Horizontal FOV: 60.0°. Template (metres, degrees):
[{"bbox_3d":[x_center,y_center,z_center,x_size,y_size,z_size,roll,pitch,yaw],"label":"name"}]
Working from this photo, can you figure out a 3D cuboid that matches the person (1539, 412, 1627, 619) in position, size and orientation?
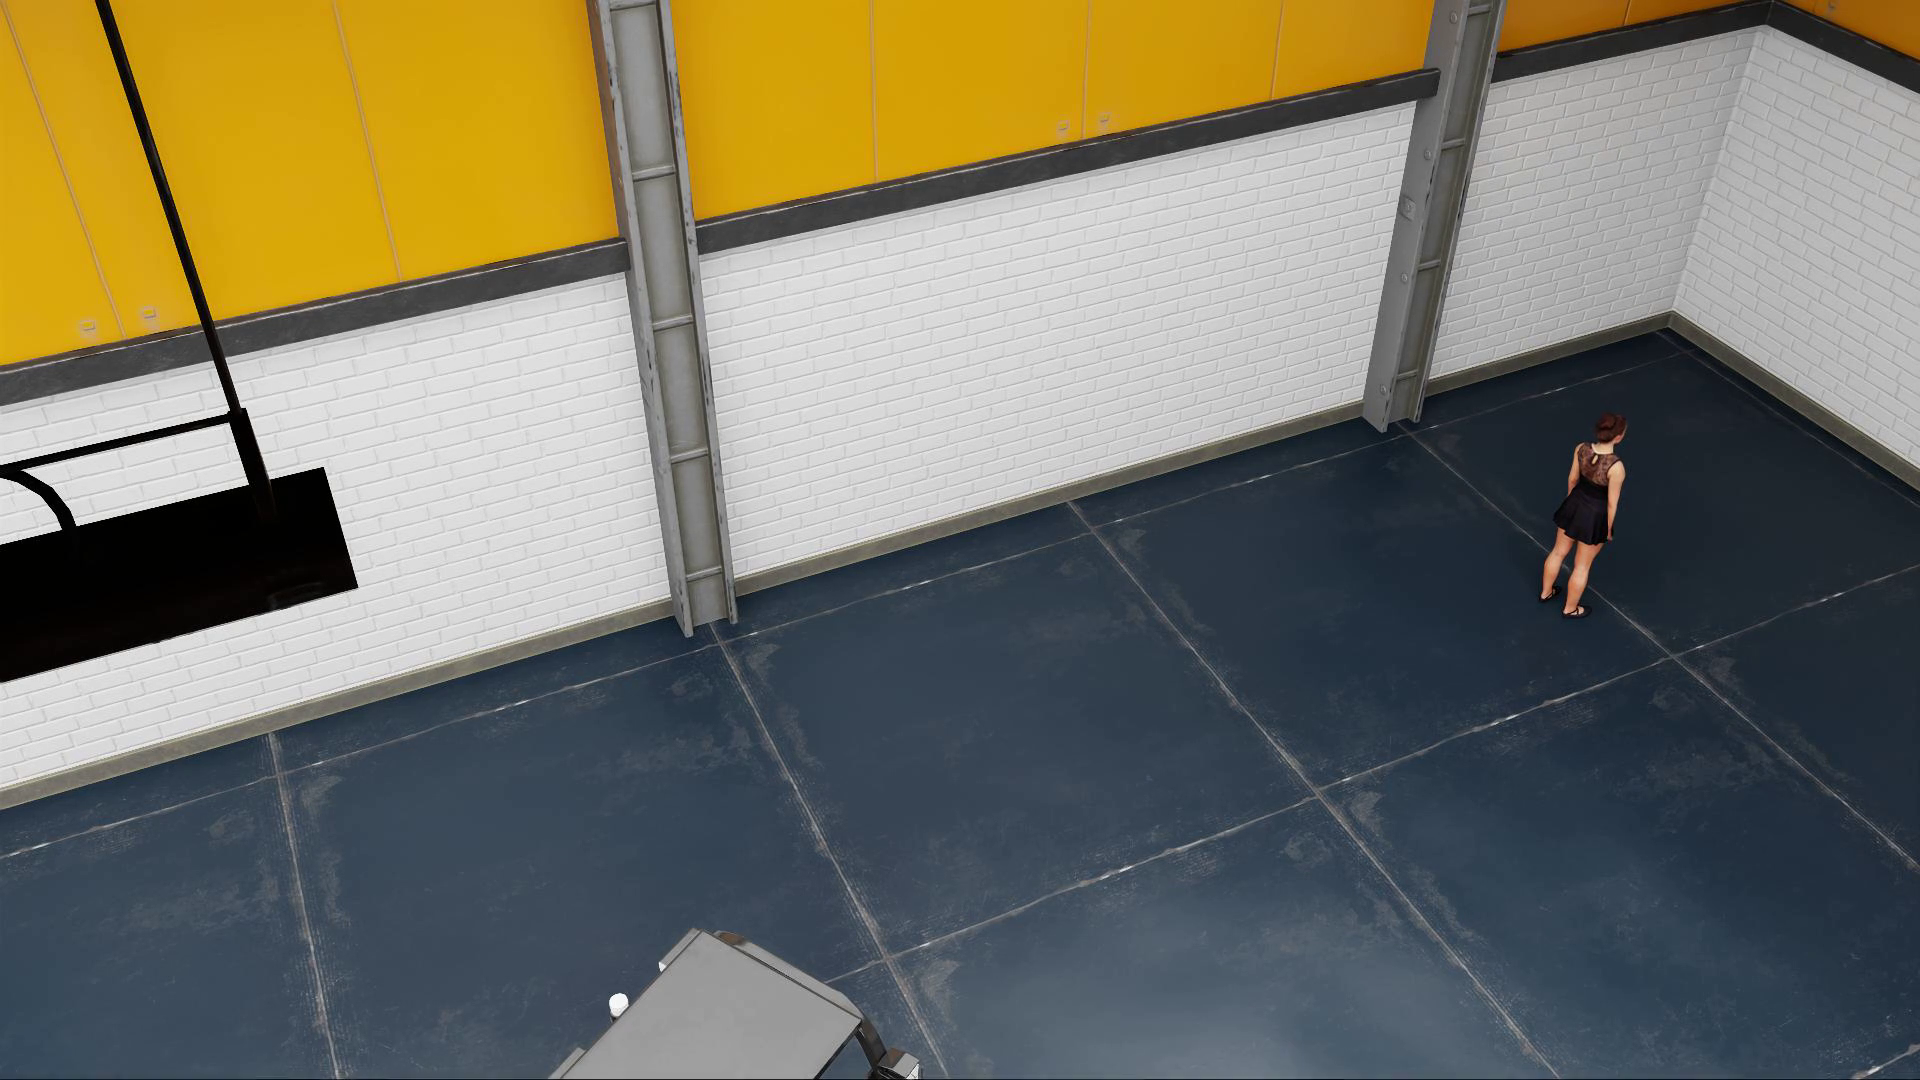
[{"bbox_3d":[4.345,-0.183,11.546,0.585,1.679,0.594,-21,43,-24],"label":"person"}]
